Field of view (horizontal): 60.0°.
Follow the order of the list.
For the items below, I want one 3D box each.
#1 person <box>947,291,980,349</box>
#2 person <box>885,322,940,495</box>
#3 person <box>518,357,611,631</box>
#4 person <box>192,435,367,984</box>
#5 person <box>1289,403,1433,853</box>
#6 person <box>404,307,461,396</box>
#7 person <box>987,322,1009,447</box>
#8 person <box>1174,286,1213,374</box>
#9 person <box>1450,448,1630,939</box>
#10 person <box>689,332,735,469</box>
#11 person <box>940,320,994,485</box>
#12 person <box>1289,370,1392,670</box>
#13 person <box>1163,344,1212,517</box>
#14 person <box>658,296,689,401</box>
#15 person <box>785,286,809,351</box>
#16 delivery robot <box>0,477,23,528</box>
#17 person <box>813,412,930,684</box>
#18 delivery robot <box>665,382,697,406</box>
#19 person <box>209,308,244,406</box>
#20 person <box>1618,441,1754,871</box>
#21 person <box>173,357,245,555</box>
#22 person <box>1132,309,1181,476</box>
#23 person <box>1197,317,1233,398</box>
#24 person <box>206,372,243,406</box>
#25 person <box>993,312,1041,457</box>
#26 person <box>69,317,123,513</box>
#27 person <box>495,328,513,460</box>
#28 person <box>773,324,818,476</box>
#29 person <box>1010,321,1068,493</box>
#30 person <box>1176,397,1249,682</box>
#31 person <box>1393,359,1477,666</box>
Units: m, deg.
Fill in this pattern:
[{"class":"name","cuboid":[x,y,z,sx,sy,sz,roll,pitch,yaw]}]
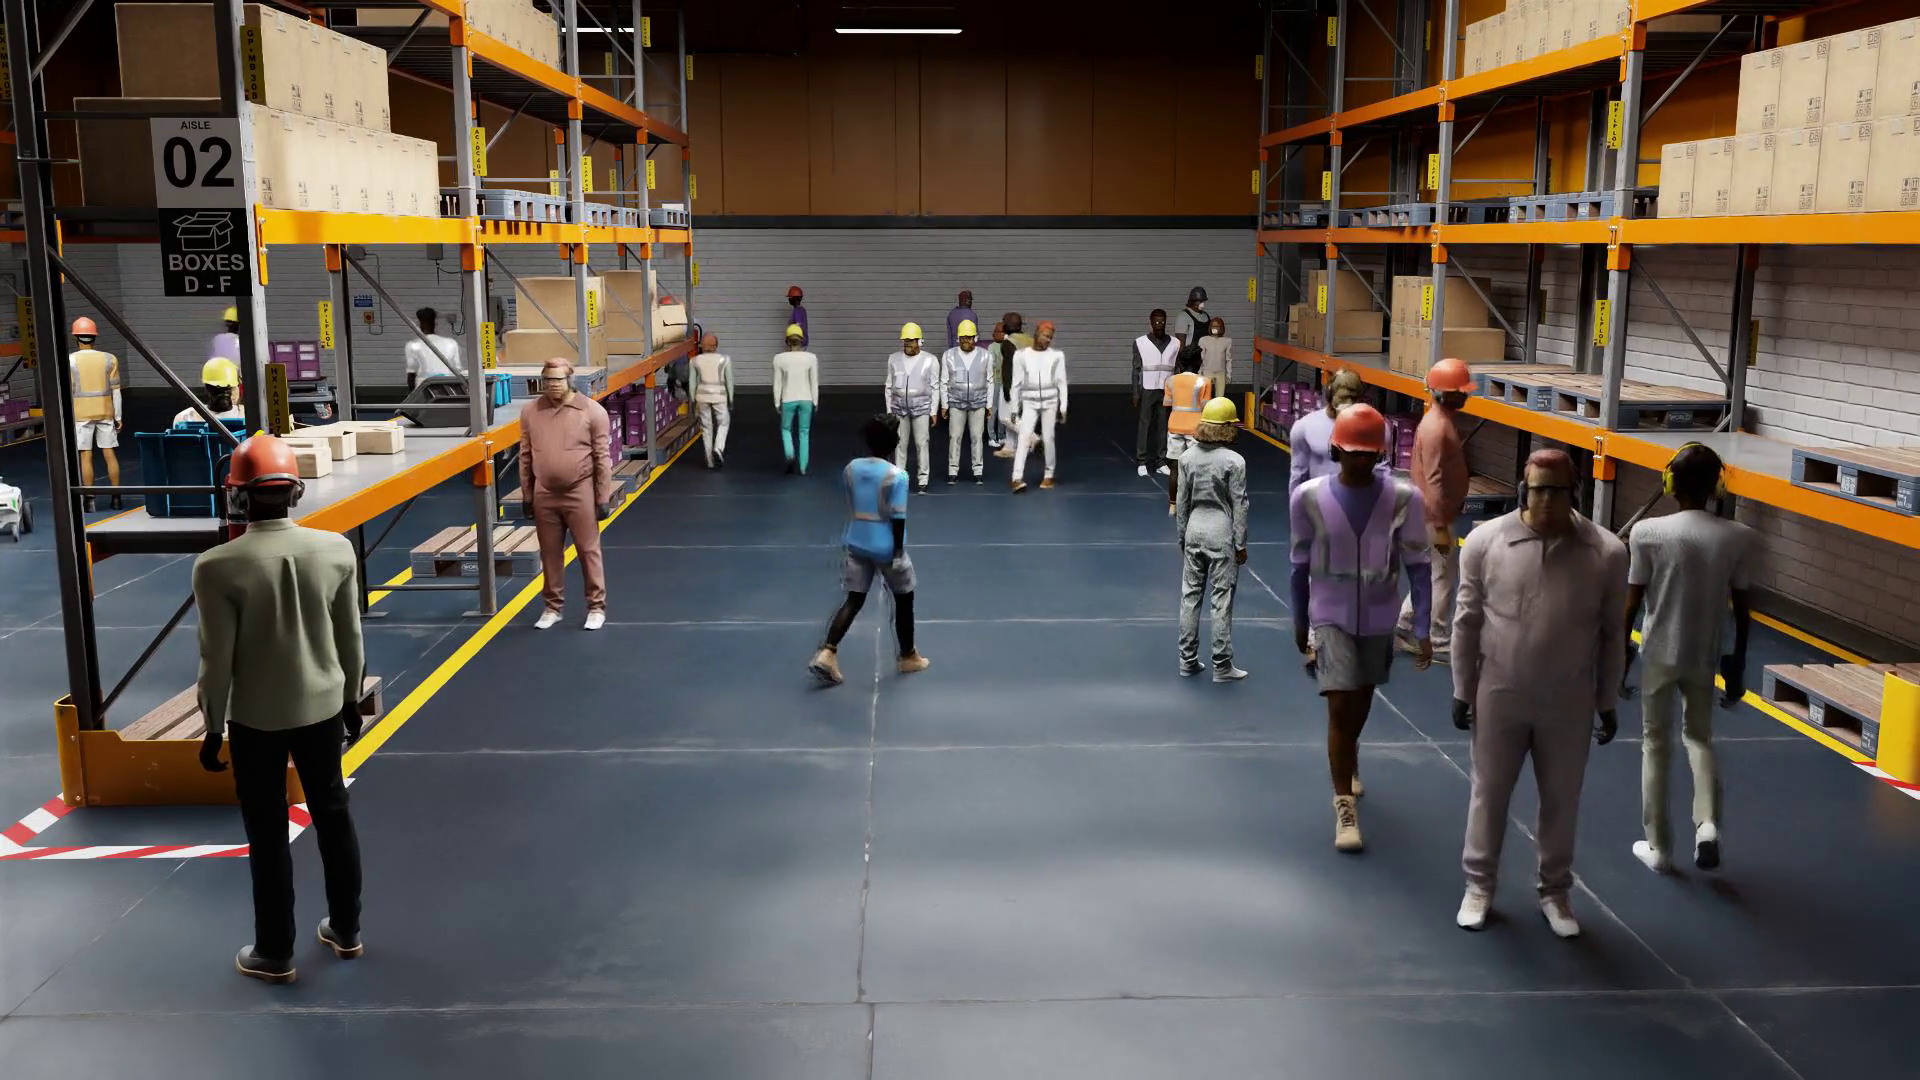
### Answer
[{"class":"person","cuboid":[0.092,-3.007,26.475,0.409,1.907,0.651,-10,14,-43]},{"class":"person","cuboid":[-0.517,-1.386,17.642,0.586,1.835,0.403,2,10,12]},{"class":"person","cuboid":[-2.737,-0.312,11.496,0.651,1.900,0.397,1,10,8]},{"class":"person","cuboid":[-2.473,0.611,6.069,0.388,1.992,0.625,9,13,40]},{"class":"person","cuboid":[1.818,0.337,7.671,0.628,1.986,1.093,1,10,6]},{"class":"person","cuboid":[-5.978,-1.674,18.942,0.630,1.942,0.492,-7,12,-33]},{"class":"person","cuboid":[0.549,-2.046,21.878,0.279,1.634,0.498,9,13,40]},{"class":"person","cuboid":[3.465,-2.676,24.257,0.688,2.000,0.536,-10,14,-43]},{"class":"person","cuboid":[2.222,0.591,6.432,0.647,1.906,0.406,3,10,14]},{"class":"person","cuboid":[-2.923,-1.629,19.557,0.544,1.623,0.406,0,10,0]},{"class":"person","cuboid":[0.080,-1.510,18.340,0.600,1.829,0.404,0,10,-2]},{"class":"person","cuboid":[2.390,-0.124,10.474,0.631,1.880,0.968,1,10,6]},{"class":"person","cuboid":[2.218,-1.053,16.164,0.535,1.699,0.321,8,13,39]},{"class":"person","cuboid":[-4.276,-2.672,24.682,0.890,1.875,0.624,0,10,-2]},{"class":"person","cuboid":[-2.735,-3.289,27.957,0.376,1.939,0.547,0,10,2]},{"class":"delivery robot","cuboid":[-8.710,-0.330,15.065,0.477,0.478,0.707,-5,11,-26]},{"class":"person","cuboid":[-0.549,0.049,10.132,0.531,1.662,0.827,8,13,38]},{"class":"delivery robot","cuboid":[-4.349,-2.157,25.223,0.707,0.478,0.477,-3,11,-18]},{"class":"person","cuboid":[-8.811,-1.880,20.282,0.595,1.874,0.991,1,10,7]},{"class":"person","cuboid":[3.028,0.512,7.025,0.514,1.858,0.436,1,10,5]},{"class":"person","cuboid":[-4.936,-0.269,11.199,0.585,1.919,0.400,-6,12,-30]},{"class":"person","cuboid":[2.256,-1.700,19.158,0.599,1.917,0.375,-3,11,-17]},{"class":"person","cuboid":[3.578,-2.312,23.364,0.498,1.633,0.283,0,10,0]},{"class":"person","cuboid":[-4.960,-0.263,11.362,0.565,1.842,0.389,-8,13,-37]},{"class":"person","cuboid":[0.713,-1.902,20.558,0.611,1.824,0.633,5,11,25]},{"class":"person","cuboid":[-8.628,-1.237,16.527,0.553,1.935,0.361,-9,14,-43]},{"class":"person","cuboid":[-5.554,-1.804,20.572,0.520,1.629,0.409,0,10,1]},{"class":"person","cuboid":[-1.876,-1.589,19.019,0.531,1.755,0.395,-2,10,-12]},{"class":"person","cuboid":[0.855,-1.420,17.854,0.624,1.827,0.786,-1,10,-3]},{"class":"person","cuboid":[1.560,-0.005,10.207,0.492,1.742,0.319,9,14,42]},{"class":"person","cuboid":[3.008,-0.165,10.561,0.591,1.964,0.685,4,11,23]}]
